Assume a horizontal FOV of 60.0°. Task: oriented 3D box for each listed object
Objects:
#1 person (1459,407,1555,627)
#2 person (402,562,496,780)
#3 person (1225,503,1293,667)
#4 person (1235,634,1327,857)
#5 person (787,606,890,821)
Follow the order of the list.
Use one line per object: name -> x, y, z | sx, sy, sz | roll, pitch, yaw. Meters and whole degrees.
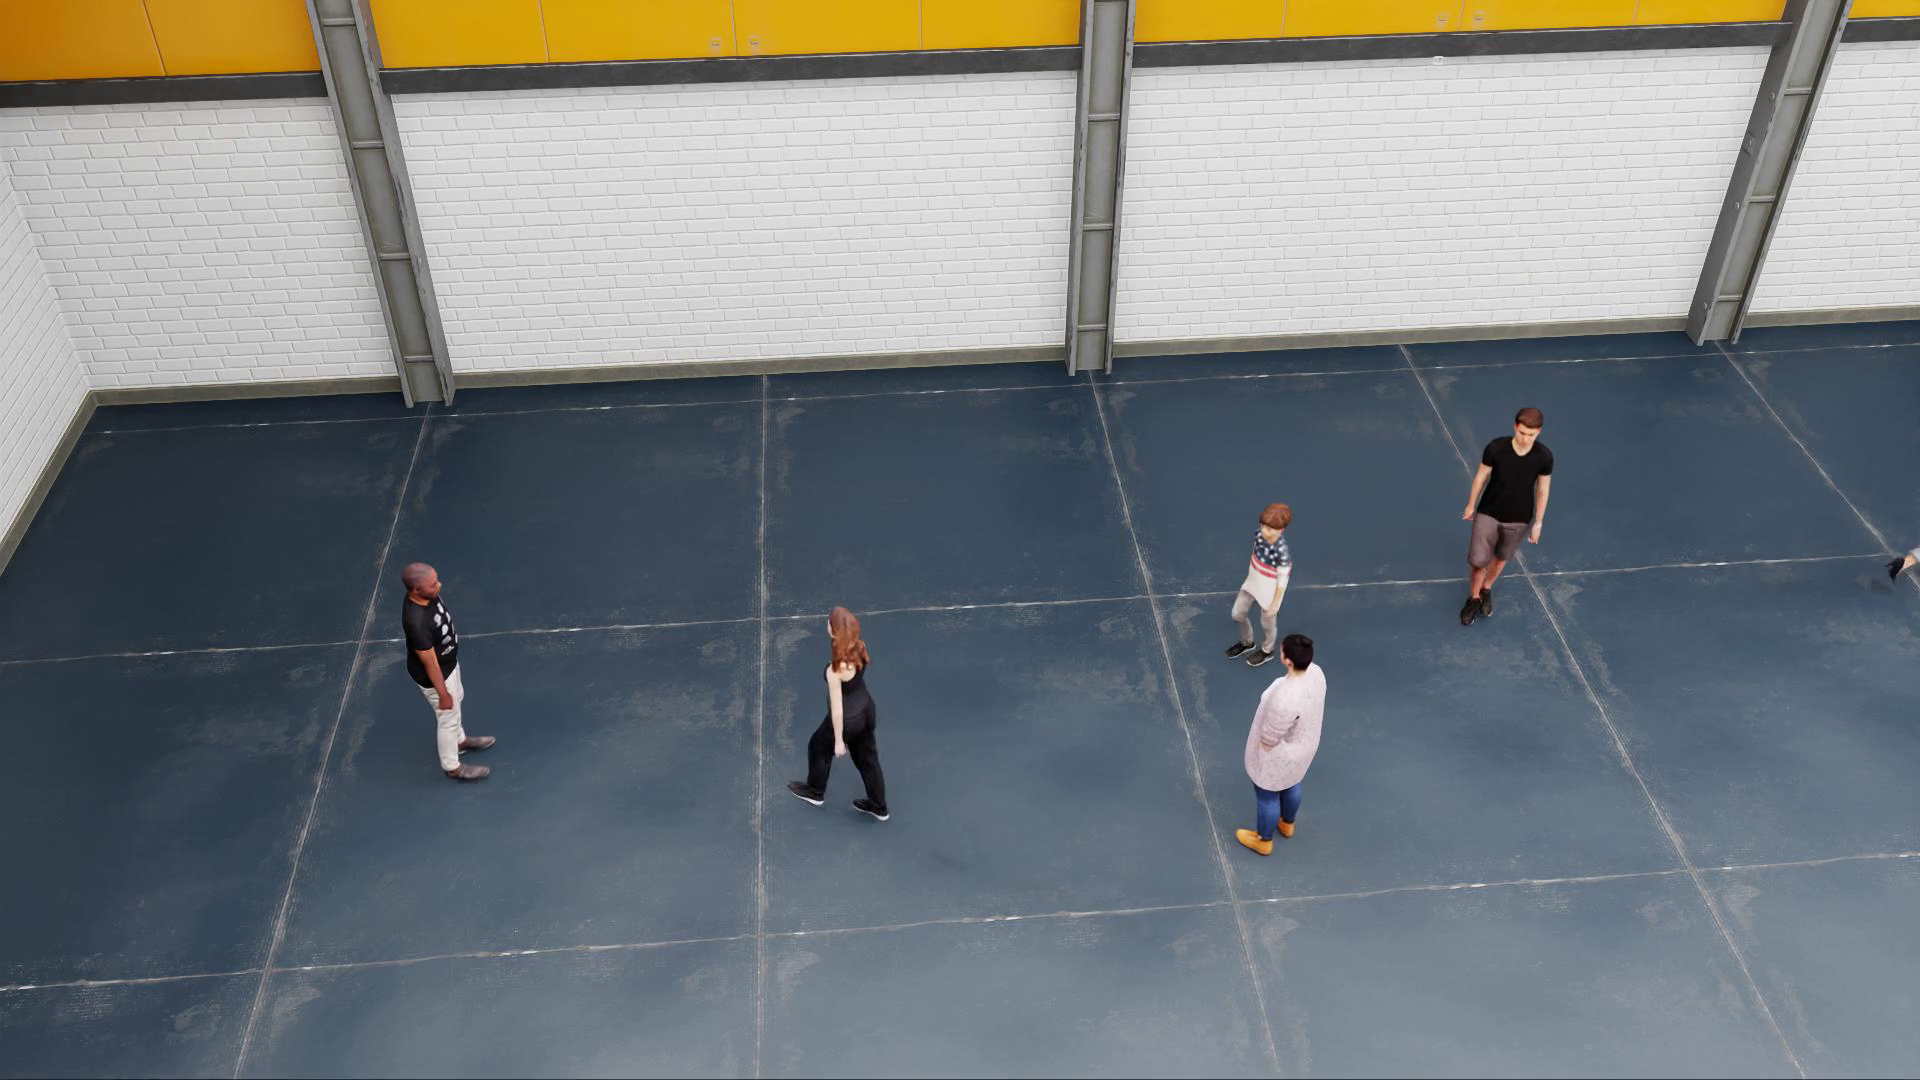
person -> 4.028, -0.254, 12.272 | 0.758, 1.851, 0.865 | 8, 39, 10
person -> -3.446, 0.850, 10.931 | 0.645, 1.801, 0.683 | -7, 39, -9
person -> 2.236, 0.301, 11.917 | 0.672, 1.428, 0.632 | -21, 43, -24
person -> 2.053, 1.275, 10.445 | 0.854, 1.744, 0.787 | 30, 47, 32
person -> -0.621, 1.162, 10.606 | 1.041, 1.718, 0.907 | 17, 42, 20
